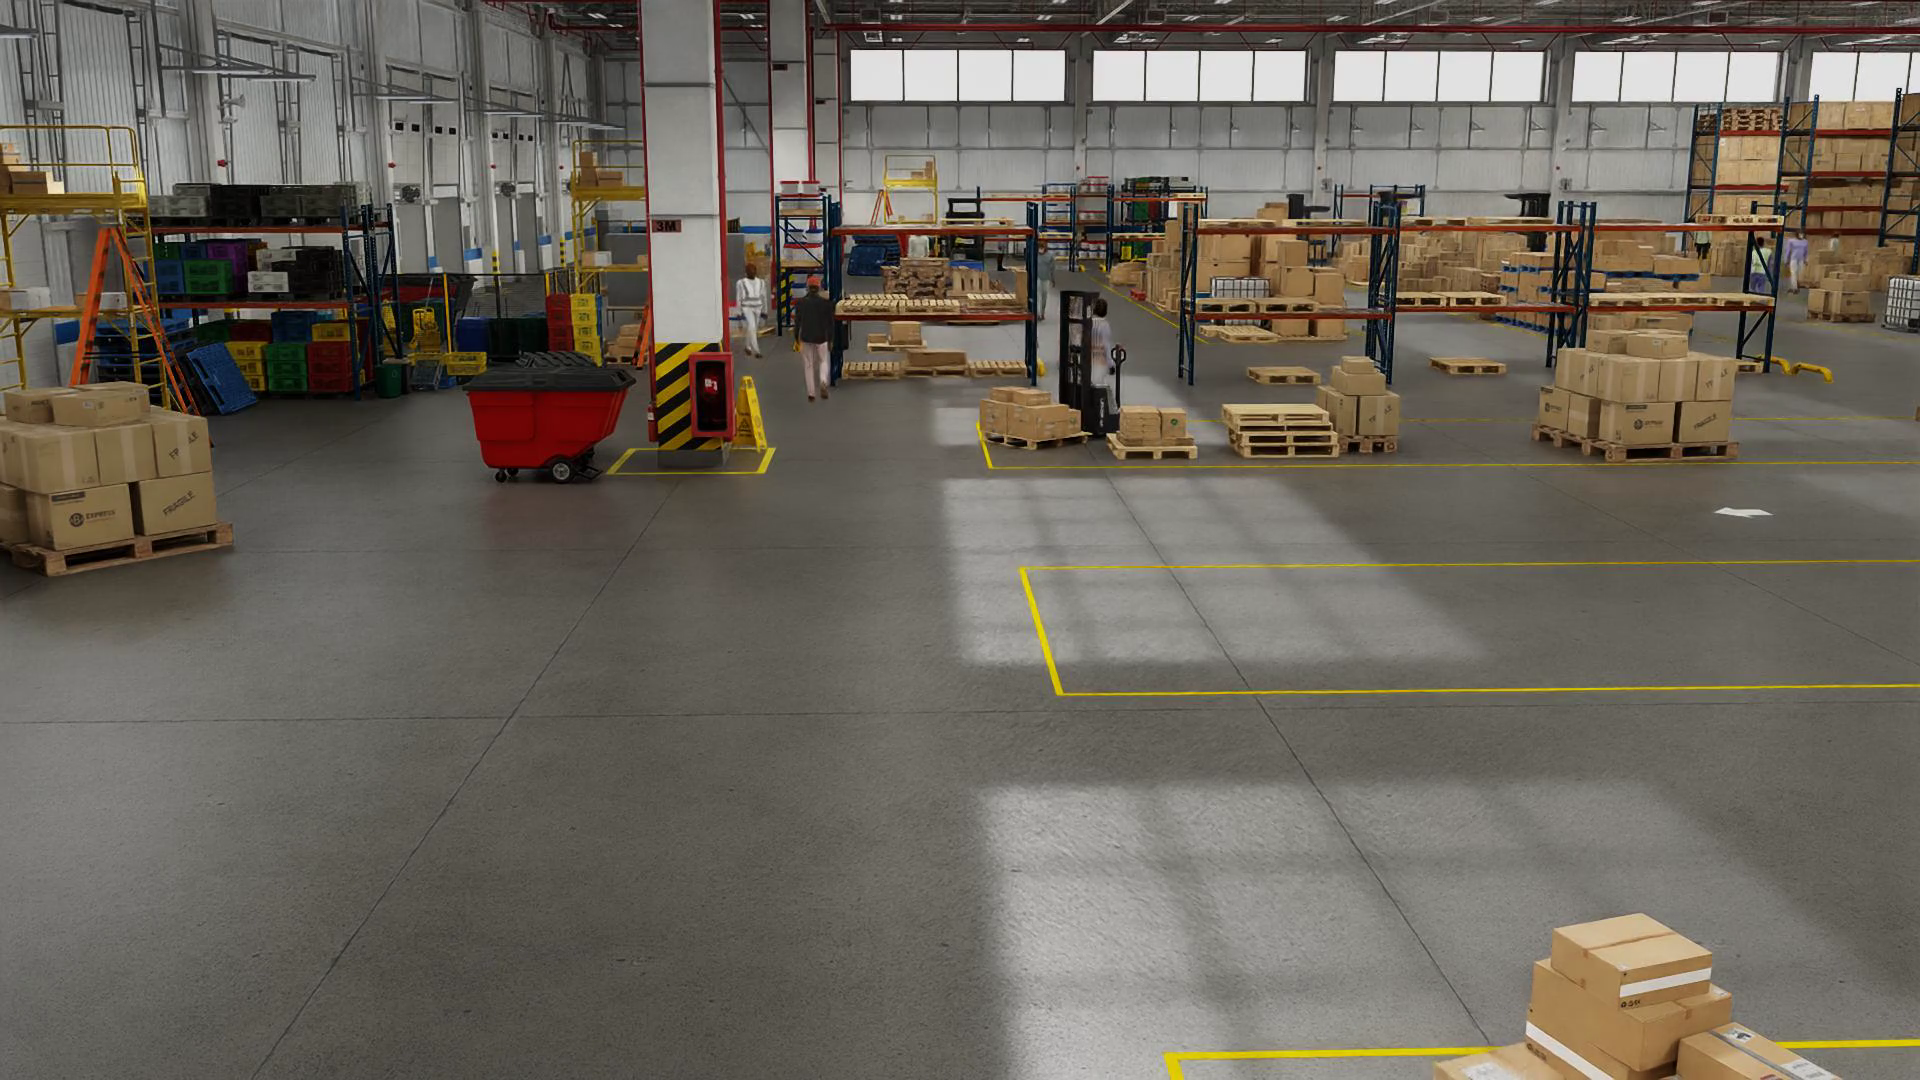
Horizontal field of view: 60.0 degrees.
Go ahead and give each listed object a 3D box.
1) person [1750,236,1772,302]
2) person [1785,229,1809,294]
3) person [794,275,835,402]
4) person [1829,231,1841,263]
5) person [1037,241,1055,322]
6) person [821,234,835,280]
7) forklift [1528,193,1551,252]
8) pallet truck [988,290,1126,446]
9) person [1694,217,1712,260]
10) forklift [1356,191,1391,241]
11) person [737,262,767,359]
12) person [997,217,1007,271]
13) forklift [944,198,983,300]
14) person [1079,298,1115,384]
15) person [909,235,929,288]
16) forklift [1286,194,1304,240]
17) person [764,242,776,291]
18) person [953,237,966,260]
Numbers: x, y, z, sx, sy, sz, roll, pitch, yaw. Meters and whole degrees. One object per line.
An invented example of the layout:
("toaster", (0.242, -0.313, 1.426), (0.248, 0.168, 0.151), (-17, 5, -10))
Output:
("person", (20.779, -6.957, 43.340), (0.612, 1.903, 0.458), (5, 14, 22))
("person", (24.643, -8.171, 48.881), (0.636, 1.880, 1.028), (0, 12, 1))
("person", (-2.282, -3.142, 25.971), (0.632, 1.978, 0.440), (-2, 13, -8))
("person", (29.134, -9.447, 55.242), (0.745, 1.606, 0.546), (1, 13, 5))
("person", (1.970, -6.251, 40.149), (0.633, 1.910, 0.871), (-2, 13, -7))
("person", (-3.683, -7.672, 46.731), (0.507, 1.840, 0.343), (2, 13, 8))
("forklift", (19.986, -10.595, 57.558), (1.873, 2.768, 1.129), (-2, 13, -9))
("pallet truck", (1.257, -2.299, 22.111), (1.885, 1.965, 0.823), (-9, 15, -35))
("person", (27.306, -10.938, 61.120), (0.389, 1.992, 0.625), (-11, 17, -42))
("forklift", (15.959, -11.748, 62.764), (1.873, 2.768, 1.129), (2, 13, 8))
("person", (-4.031, -4.441, 32.140), (0.586, 1.848, 0.942), (-8, 15, -31))
("person", (1.524, -10.709, 60.236), (0.367, 1.936, 0.545), (4, 13, 19))
("forklift", (0.137, -8.217, 46.819), (1.129, 2.768, 1.873), (1, 13, 3))
("person", (1.914, -2.536, 23.644), (0.944, 1.802, 0.639), (-6, 14, -26))
("person", (-1.243, -8.651, 50.962), (0.642, 1.927, 0.428), (-2, 13, -11))
("forklift", (11.014, -9.999, 54.867), (1.873, 2.768, 1.129), (0, 12, -2))
("person", (-5.575, -8.253, 49.877), (0.768, 1.605, 0.503), (1, 12, 2))
("person", (-0.040, -7.672, 46.975), (0.480, 1.734, 0.333), (-7, 14, -28))
